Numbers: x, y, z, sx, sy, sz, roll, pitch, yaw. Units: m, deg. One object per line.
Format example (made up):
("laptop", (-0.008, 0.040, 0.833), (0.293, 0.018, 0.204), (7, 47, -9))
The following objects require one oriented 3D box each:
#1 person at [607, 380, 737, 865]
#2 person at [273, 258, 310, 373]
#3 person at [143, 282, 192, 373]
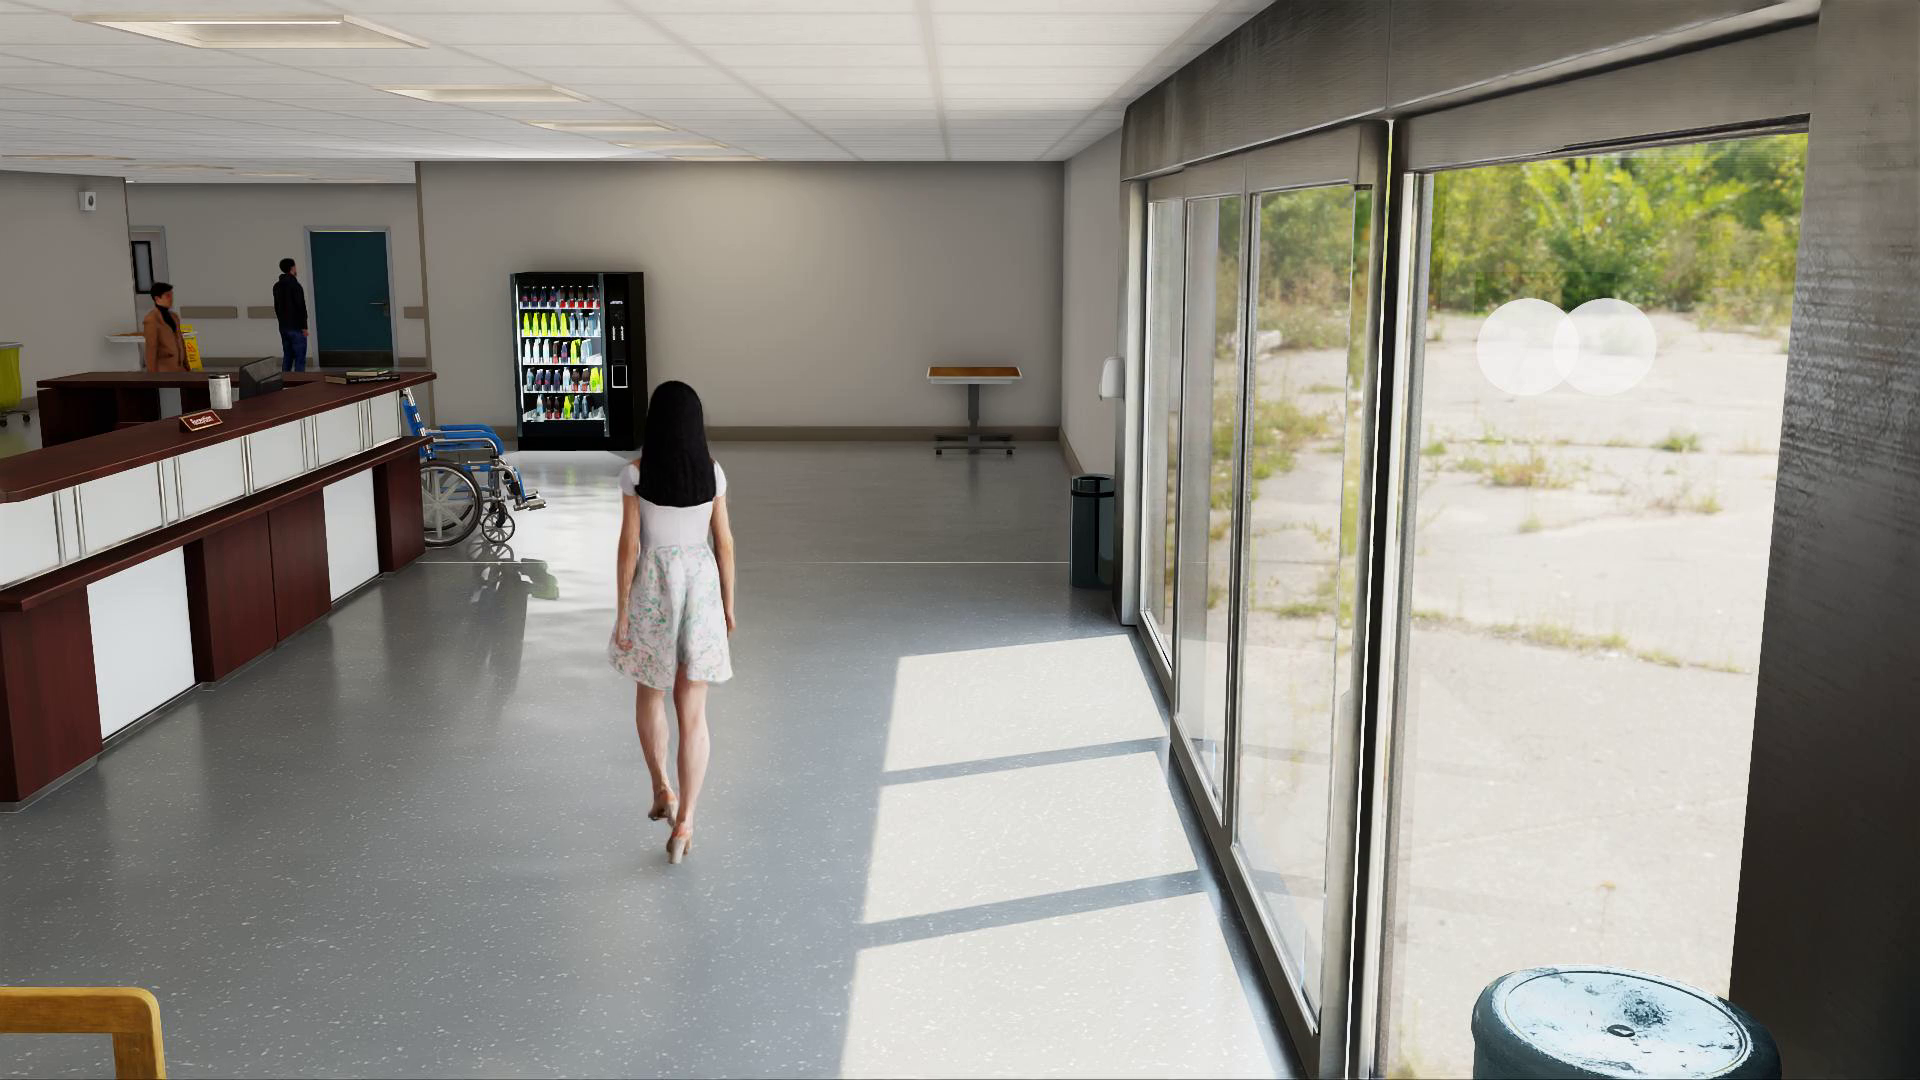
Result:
("person", (-1.020, 0.324, 6.062), (0.811, 1.755, 0.823), (-4, 11, -18))
("person", (-9.048, -2.870, 22.522), (0.687, 1.893, 0.818), (6, 12, 27))
("person", (-8.367, -1.816, 17.389), (1.089, 1.694, 0.700), (1, 11, 6))
